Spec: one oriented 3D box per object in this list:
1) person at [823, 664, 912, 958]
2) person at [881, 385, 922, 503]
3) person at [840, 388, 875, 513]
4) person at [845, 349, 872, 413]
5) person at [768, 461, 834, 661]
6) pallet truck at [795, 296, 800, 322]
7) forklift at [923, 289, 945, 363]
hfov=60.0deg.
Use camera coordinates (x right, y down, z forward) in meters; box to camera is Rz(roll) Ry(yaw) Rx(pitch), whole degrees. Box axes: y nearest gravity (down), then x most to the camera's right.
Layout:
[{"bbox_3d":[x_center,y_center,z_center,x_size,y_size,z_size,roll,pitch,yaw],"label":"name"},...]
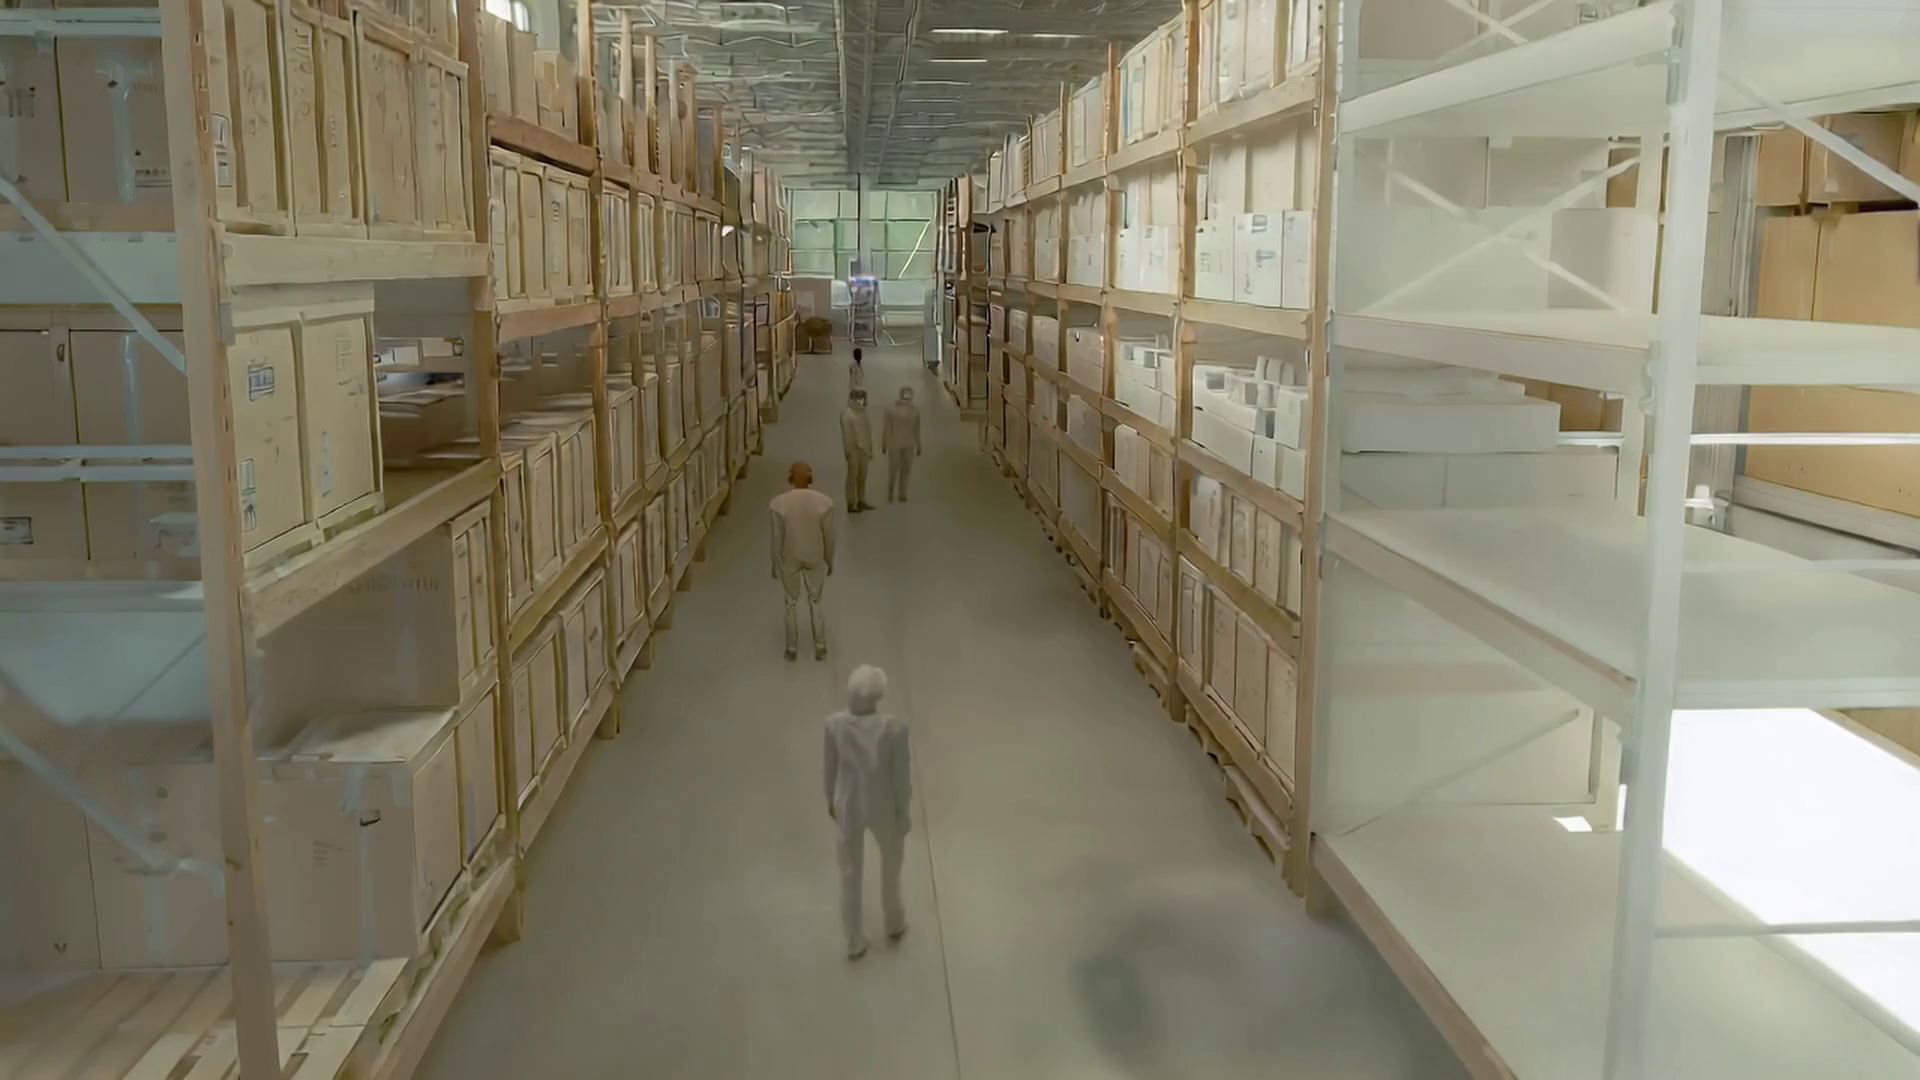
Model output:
[{"bbox_3d":[-0.492,1.482,9.348,0.540,1.614,0.674,2,10,14],"label":"person"},{"bbox_3d":[-0.913,-1.525,26.543,0.664,1.881,0.478,-4,10,-22],"label":"person"},{"bbox_3d":[-1.551,-1.379,25.594,0.409,1.913,0.649,6,11,33],"label":"person"},{"bbox_3d":[-2.623,-4.012,42.101,0.544,1.644,0.901,-9,13,-42],"label":"person"},{"bbox_3d":[-1.528,0.206,16.051,0.630,1.936,0.369,-1,10,-8],"label":"person"},{"bbox_3d":[-8.622,-12.439,91.403,1.885,1.965,0.823,2,10,13],"label":"pallet truck"},{"bbox_3d":[-0.823,-8.157,63.193,1.129,2.768,1.873,-1,10,-3],"label":"forklift"}]
